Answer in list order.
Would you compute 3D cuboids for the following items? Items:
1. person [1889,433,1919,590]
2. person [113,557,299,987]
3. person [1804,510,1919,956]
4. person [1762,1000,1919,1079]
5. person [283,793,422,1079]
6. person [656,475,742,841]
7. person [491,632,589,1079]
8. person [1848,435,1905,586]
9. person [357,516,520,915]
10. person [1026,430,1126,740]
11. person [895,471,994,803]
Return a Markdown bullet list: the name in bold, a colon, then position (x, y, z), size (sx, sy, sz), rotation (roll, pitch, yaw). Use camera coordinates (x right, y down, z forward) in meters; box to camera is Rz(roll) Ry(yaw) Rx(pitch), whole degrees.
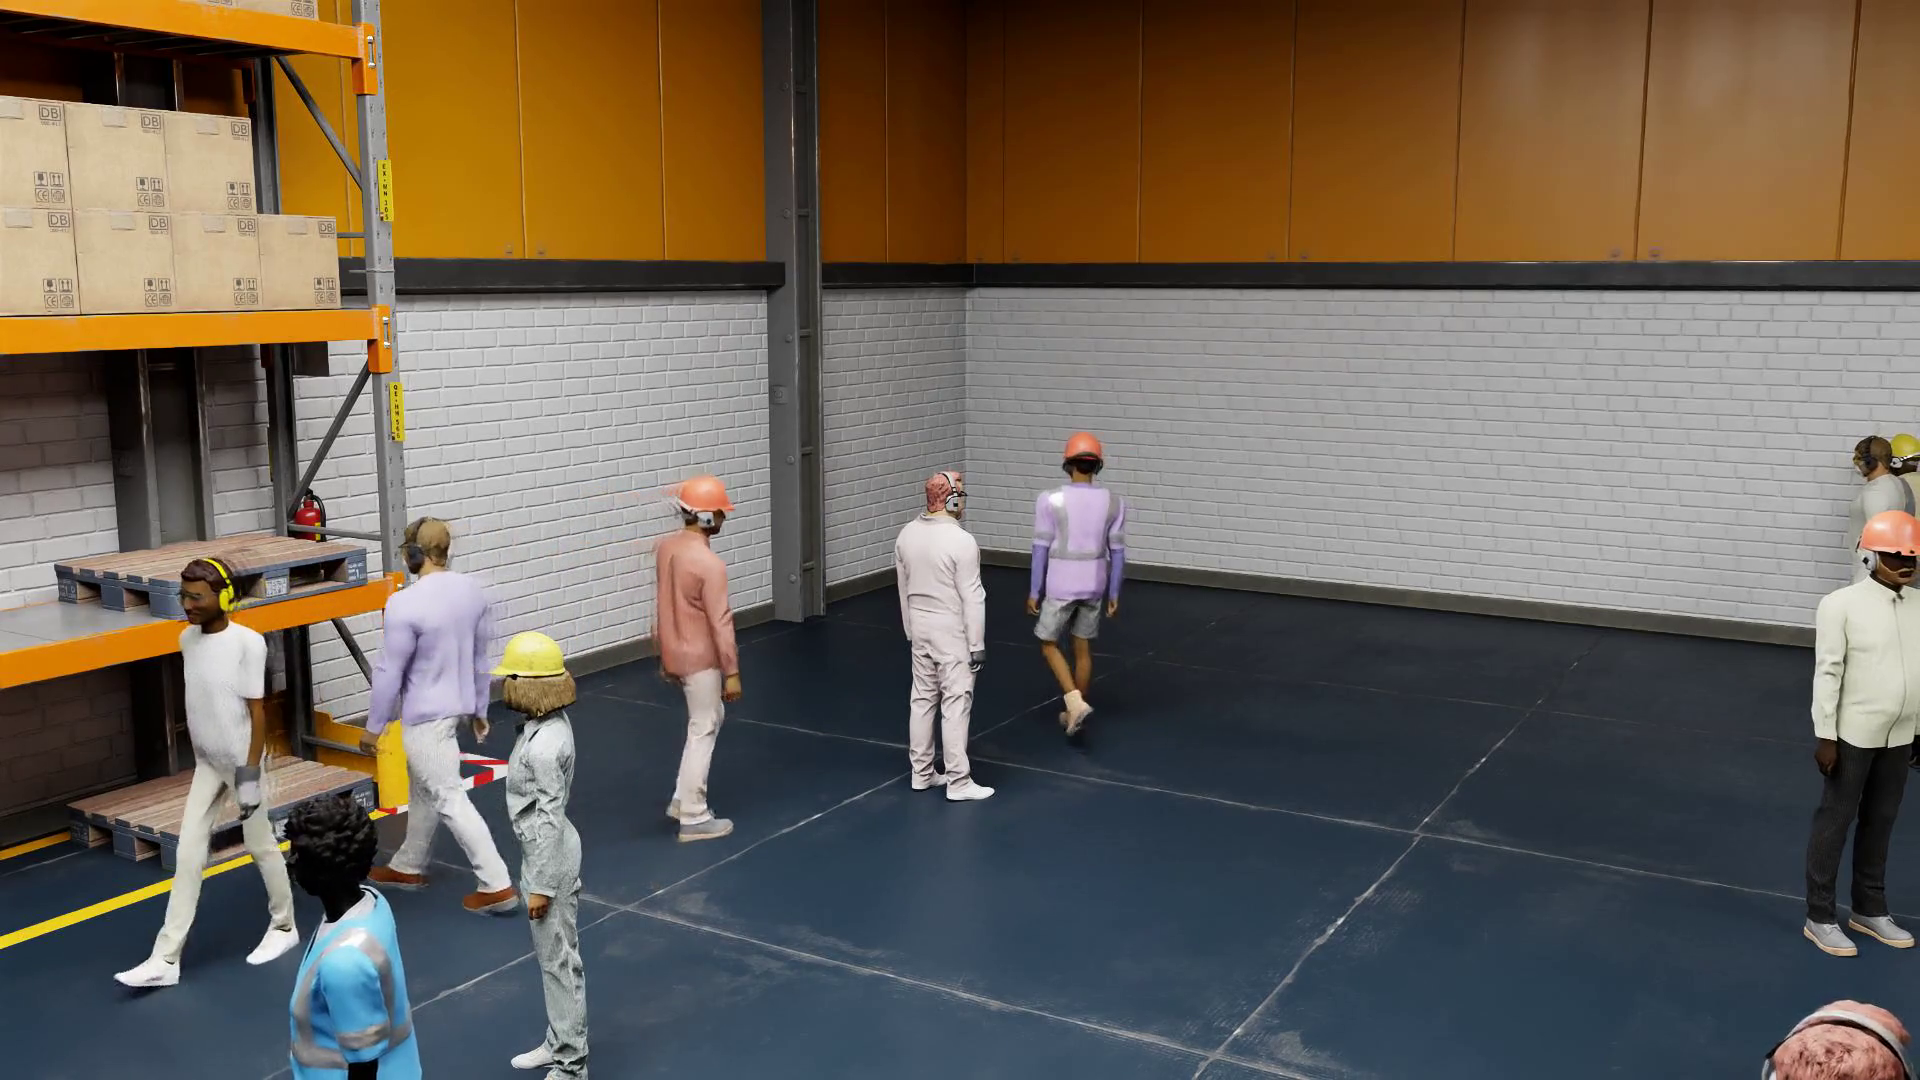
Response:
- **person**: position (7.088, 0.111, 12.574), size (0.596, 1.831, 0.403), rotation (-5, 11, -30)
- **person**: position (-3.201, 0.995, 7.082), size (0.546, 1.832, 0.859), rotation (4, 10, 22)
- **person**: position (4.082, 0.853, 7.440), size (0.609, 1.995, 0.375), rotation (-3, 9, -17)
- **person**: position (1.357, 1.665, 2.687), size (0.635, 1.899, 0.398), rotation (7, 12, 38)
- **person**: position (-1.582, 1.490, 4.379), size (0.320, 1.698, 0.537), rotation (-3, 9, -16)
- **person**: position (-1.370, 0.631, 8.883), size (0.464, 1.972, 0.642), rotation (-7, 11, -36)
- **person**: position (-1.538, 1.193, 6.105), size (0.294, 1.744, 0.487), rotation (-2, 9, -15)
- **person**: position (6.241, 0.248, 11.411), size (0.370, 1.934, 0.627), rotation (7, 11, 37)
- **person**: position (-2.499, 0.828, 7.921), size (0.954, 1.900, 0.640), rotation (3, 9, 15)
- **person**: position (0.758, 0.303, 10.768), size (0.657, 2.027, 0.720), rotation (-3, 10, -18)
- **person**: position (-0.076, 0.552, 9.595), size (0.410, 1.909, 0.643), rotation (-9, 13, -43)
